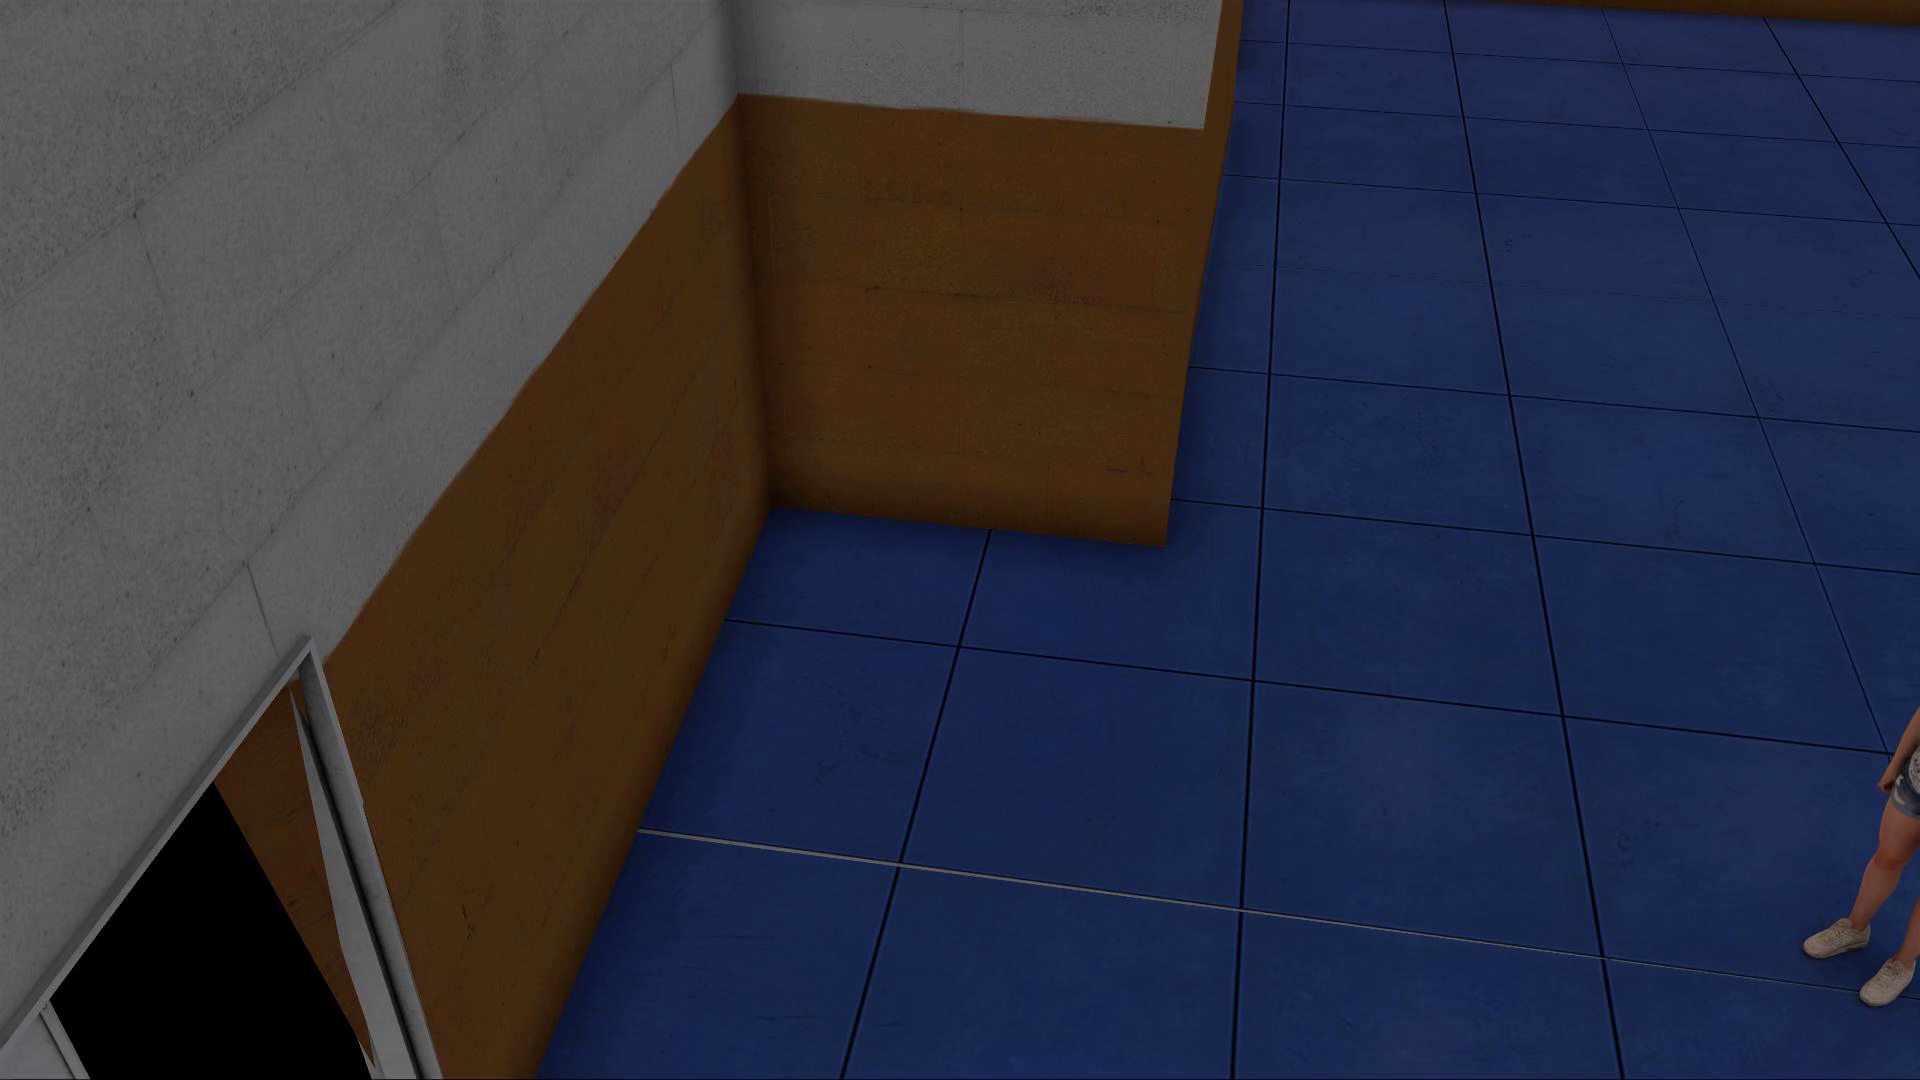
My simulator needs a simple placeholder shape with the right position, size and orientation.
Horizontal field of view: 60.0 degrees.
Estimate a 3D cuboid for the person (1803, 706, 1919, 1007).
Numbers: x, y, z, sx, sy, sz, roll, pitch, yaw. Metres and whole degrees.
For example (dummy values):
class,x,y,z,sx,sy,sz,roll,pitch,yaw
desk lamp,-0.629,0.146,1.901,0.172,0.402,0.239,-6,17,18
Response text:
class,x,y,z,sx,sy,sz,roll,pitch,yaw
person,3.344,0.883,5.610,0.686,1.759,0.656,-17,40,-21
